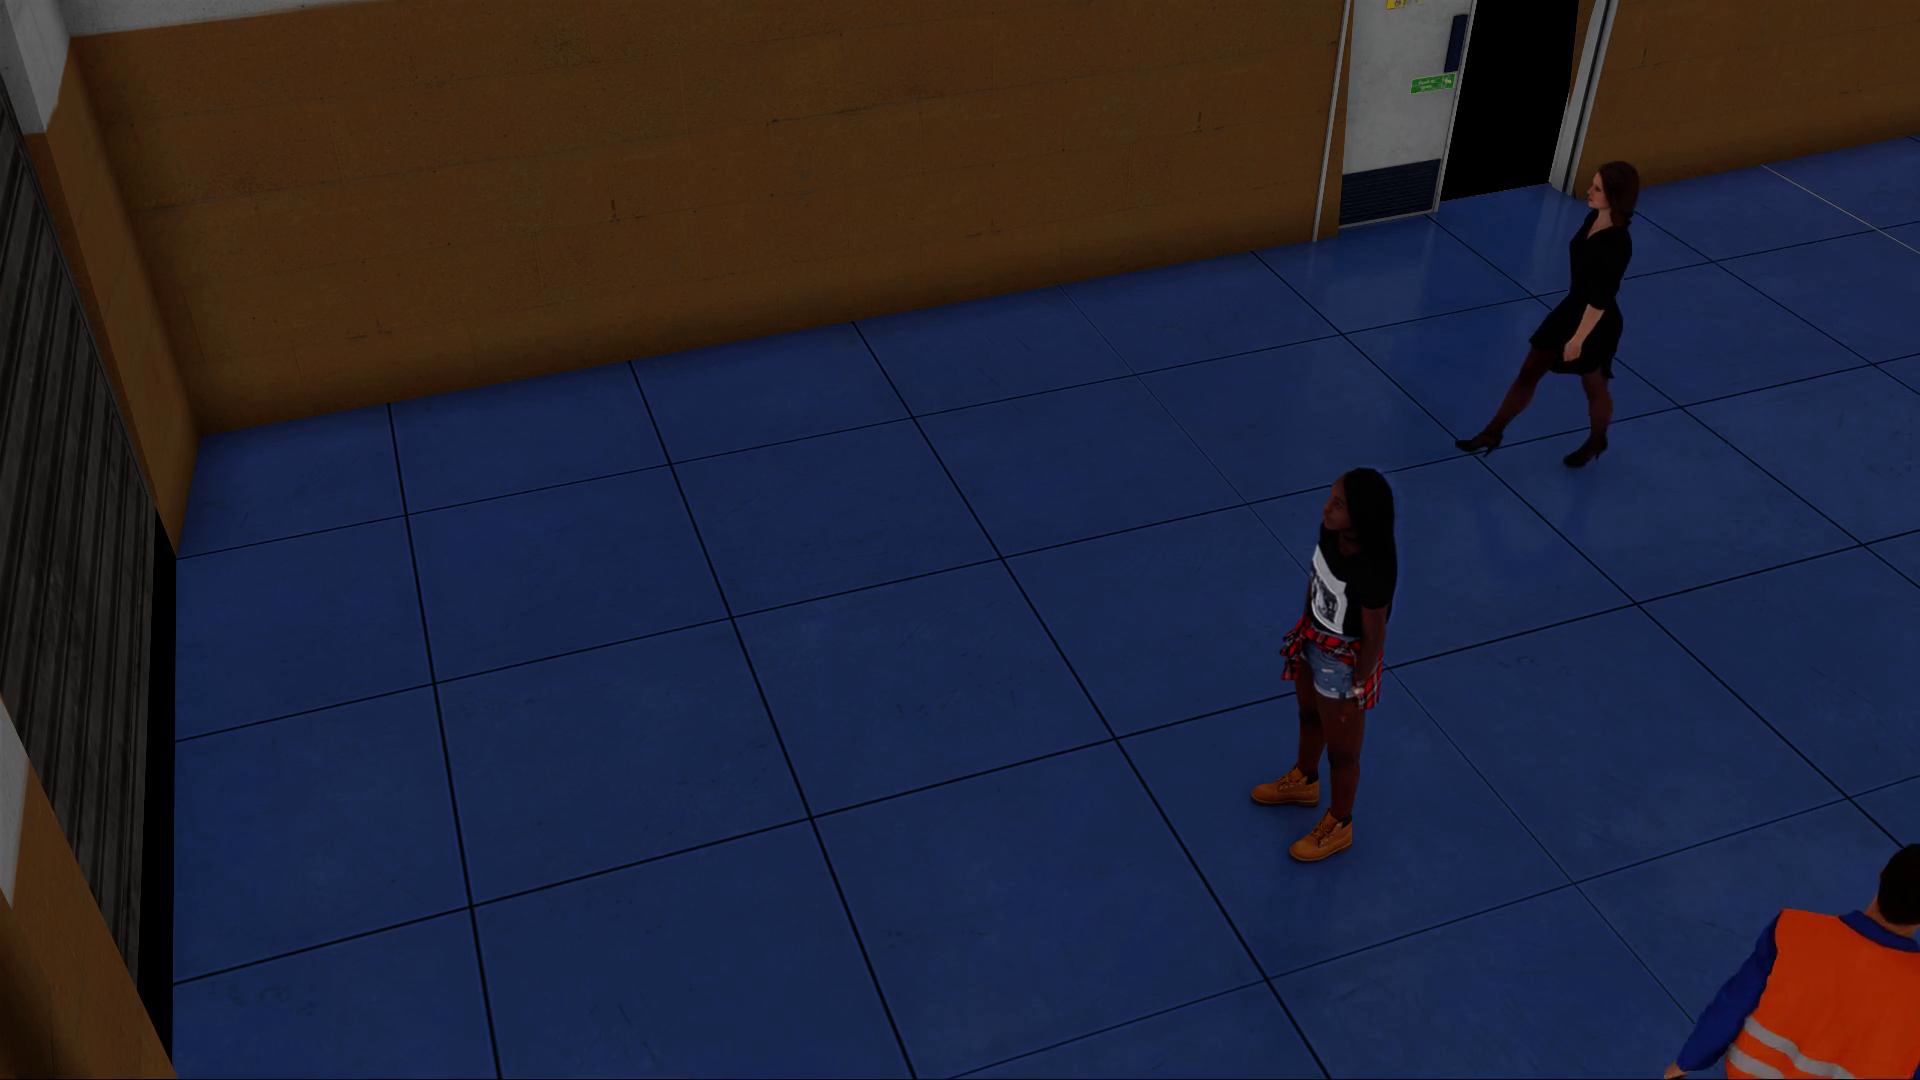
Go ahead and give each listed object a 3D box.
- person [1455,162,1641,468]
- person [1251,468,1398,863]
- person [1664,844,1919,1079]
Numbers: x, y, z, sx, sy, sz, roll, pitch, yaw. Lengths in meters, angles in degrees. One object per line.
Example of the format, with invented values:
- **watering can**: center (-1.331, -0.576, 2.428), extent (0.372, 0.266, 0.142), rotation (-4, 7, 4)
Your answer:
- **person**: center (3.142, -1.035, 8.121), extent (0.837, 1.673, 1.014), rotation (-2, 37, -3)
- **person**: center (1.378, 0.457, 6.102), extent (0.680, 1.727, 0.543), rotation (-10, 38, -13)
- **person**: center (2.221, 1.595, 4.522), extent (1.314, 1.804, 1.221), rotation (23, 43, 28)
